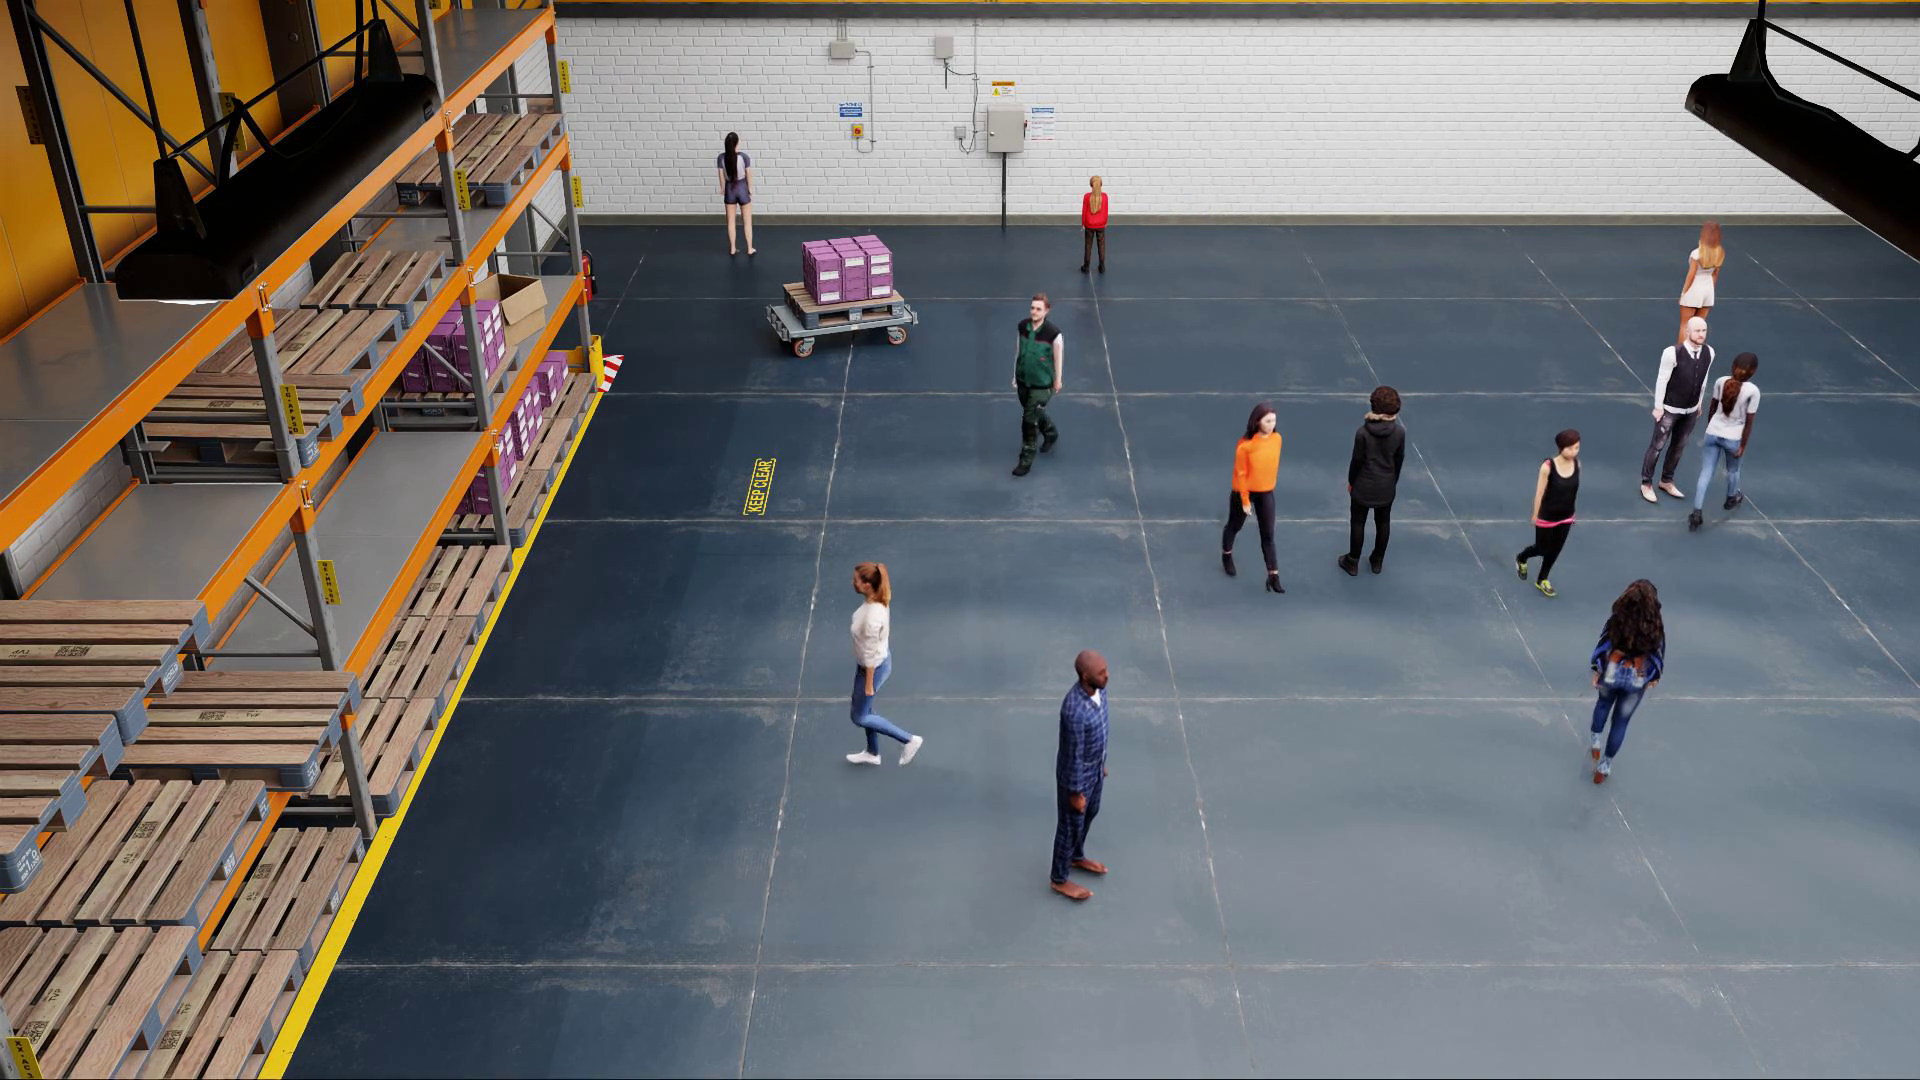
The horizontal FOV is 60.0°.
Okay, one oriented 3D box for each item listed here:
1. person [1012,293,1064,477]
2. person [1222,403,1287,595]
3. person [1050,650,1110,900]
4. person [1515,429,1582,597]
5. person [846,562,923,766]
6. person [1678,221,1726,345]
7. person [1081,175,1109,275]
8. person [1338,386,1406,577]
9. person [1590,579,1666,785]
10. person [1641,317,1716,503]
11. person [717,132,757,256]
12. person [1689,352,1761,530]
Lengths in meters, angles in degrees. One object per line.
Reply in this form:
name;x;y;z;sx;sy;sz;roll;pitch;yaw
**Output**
person;0.786;-1.592;16.466;1.076;1.810;1.206;21;35;34
person;2.471;-0.413;14.412;0.906;1.706;1.182;-11;30;-19
person;0.781;1.487;10.817;0.809;1.815;0.685;13;31;23
person;5.082;-0.273;14.329;0.644;1.541;0.743;-9;30;-16
person;-0.554;0.936;11.939;0.673;1.708;0.720;0;29;1
person;8.322;-2.773;18.748;0.622;1.697;0.630;-7;29;-13
person;1.757;-4.108;21.632;0.491;1.280;0.485;-2;29;-3
person;3.618;-0.506;14.505;0.632;1.781;0.611;-2;29;-4
person;4.720;1.038;11.860;0.787;1.605;0.843;17;33;29
person;6.838;-1.259;15.841;0.745;1.824;0.686;-7;29;-13
person;-2.977;-4.622;22.188;0.594;1.650;0.516;1;29;2
person;6.997;-0.892;15.311;1.052;1.687;1.121;24;37;37
